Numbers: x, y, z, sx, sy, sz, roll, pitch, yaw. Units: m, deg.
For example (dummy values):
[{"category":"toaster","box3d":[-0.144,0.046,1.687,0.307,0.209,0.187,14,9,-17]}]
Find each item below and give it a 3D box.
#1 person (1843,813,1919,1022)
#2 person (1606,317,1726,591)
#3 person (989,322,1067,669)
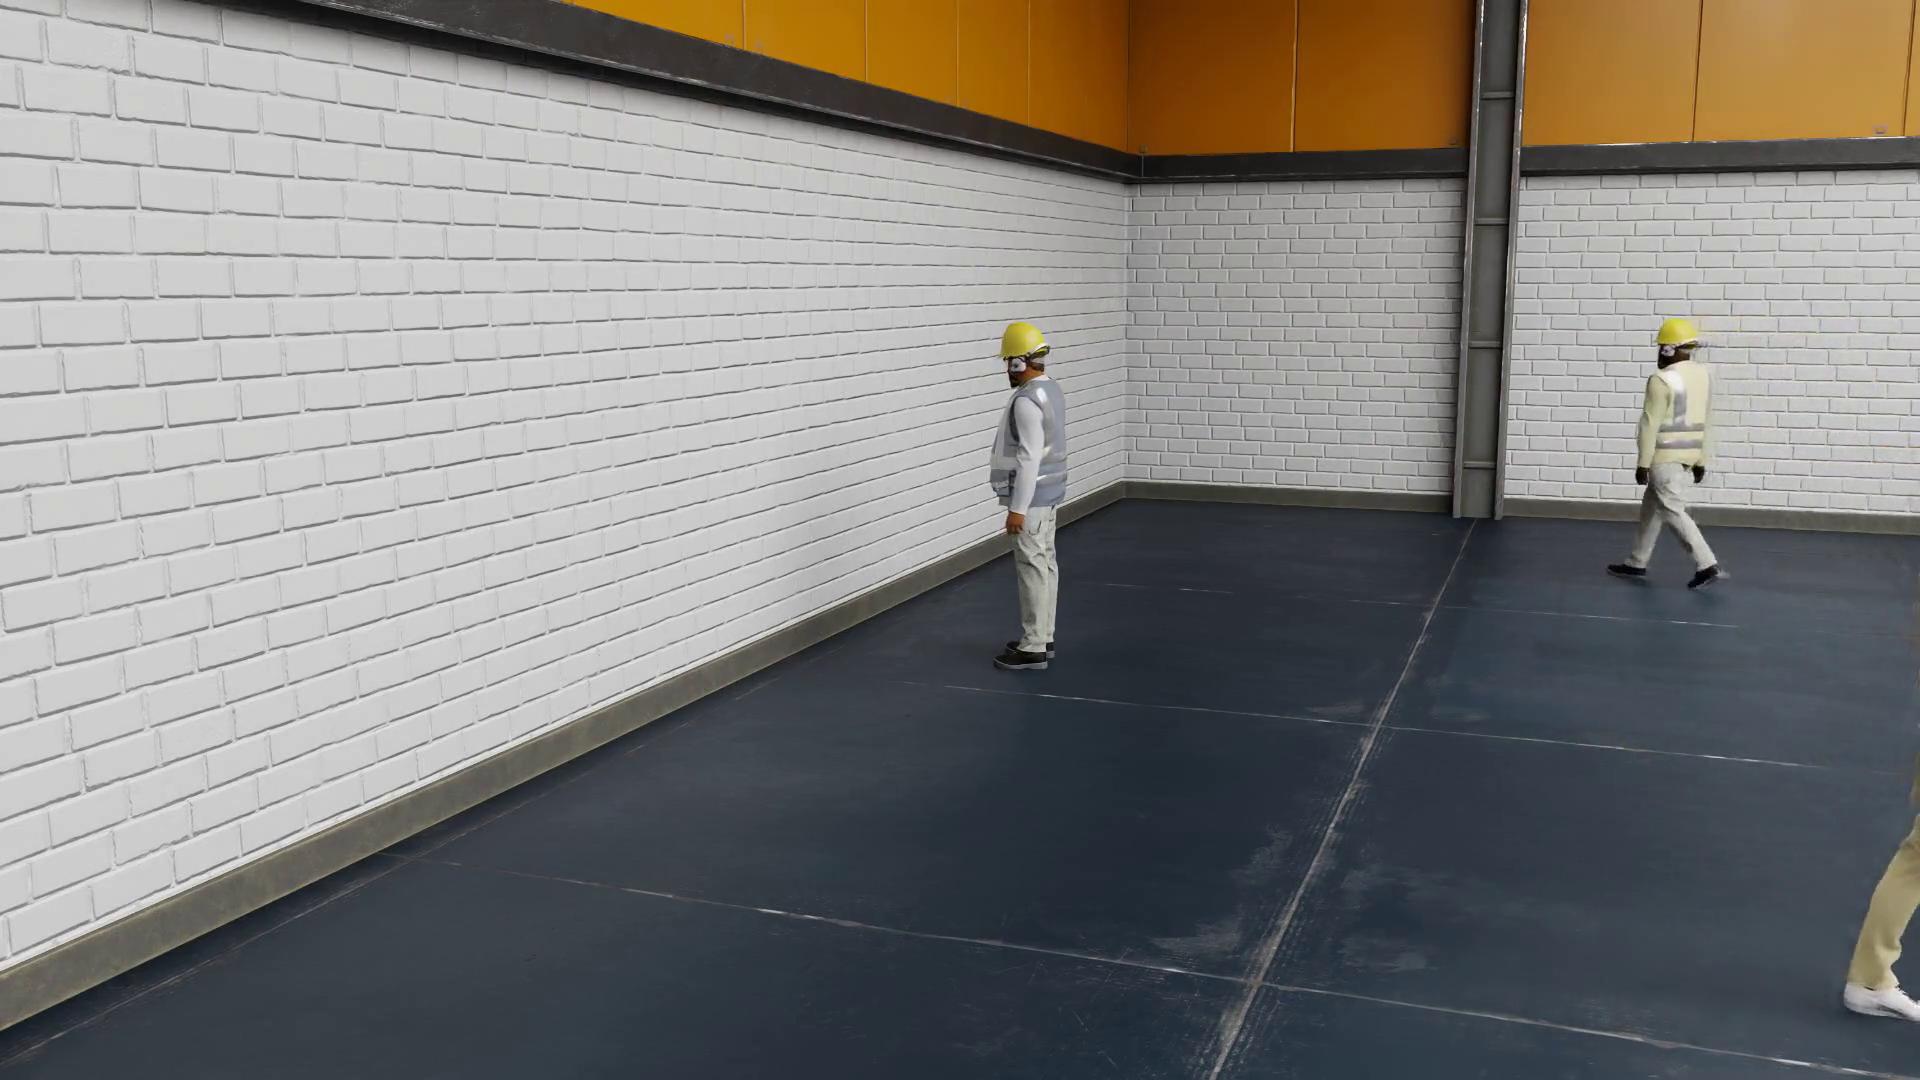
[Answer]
[{"category":"person","box3d":[2.836,0.577,4.422,0.827,1.589,0.518,4,10,23]},{"category":"person","box3d":[4.746,-0.573,11.026,0.599,1.798,0.882,-7,11,-36]},{"category":"person","box3d":[0.356,-0.231,8.789,0.404,1.824,0.586,3,9,16]}]
